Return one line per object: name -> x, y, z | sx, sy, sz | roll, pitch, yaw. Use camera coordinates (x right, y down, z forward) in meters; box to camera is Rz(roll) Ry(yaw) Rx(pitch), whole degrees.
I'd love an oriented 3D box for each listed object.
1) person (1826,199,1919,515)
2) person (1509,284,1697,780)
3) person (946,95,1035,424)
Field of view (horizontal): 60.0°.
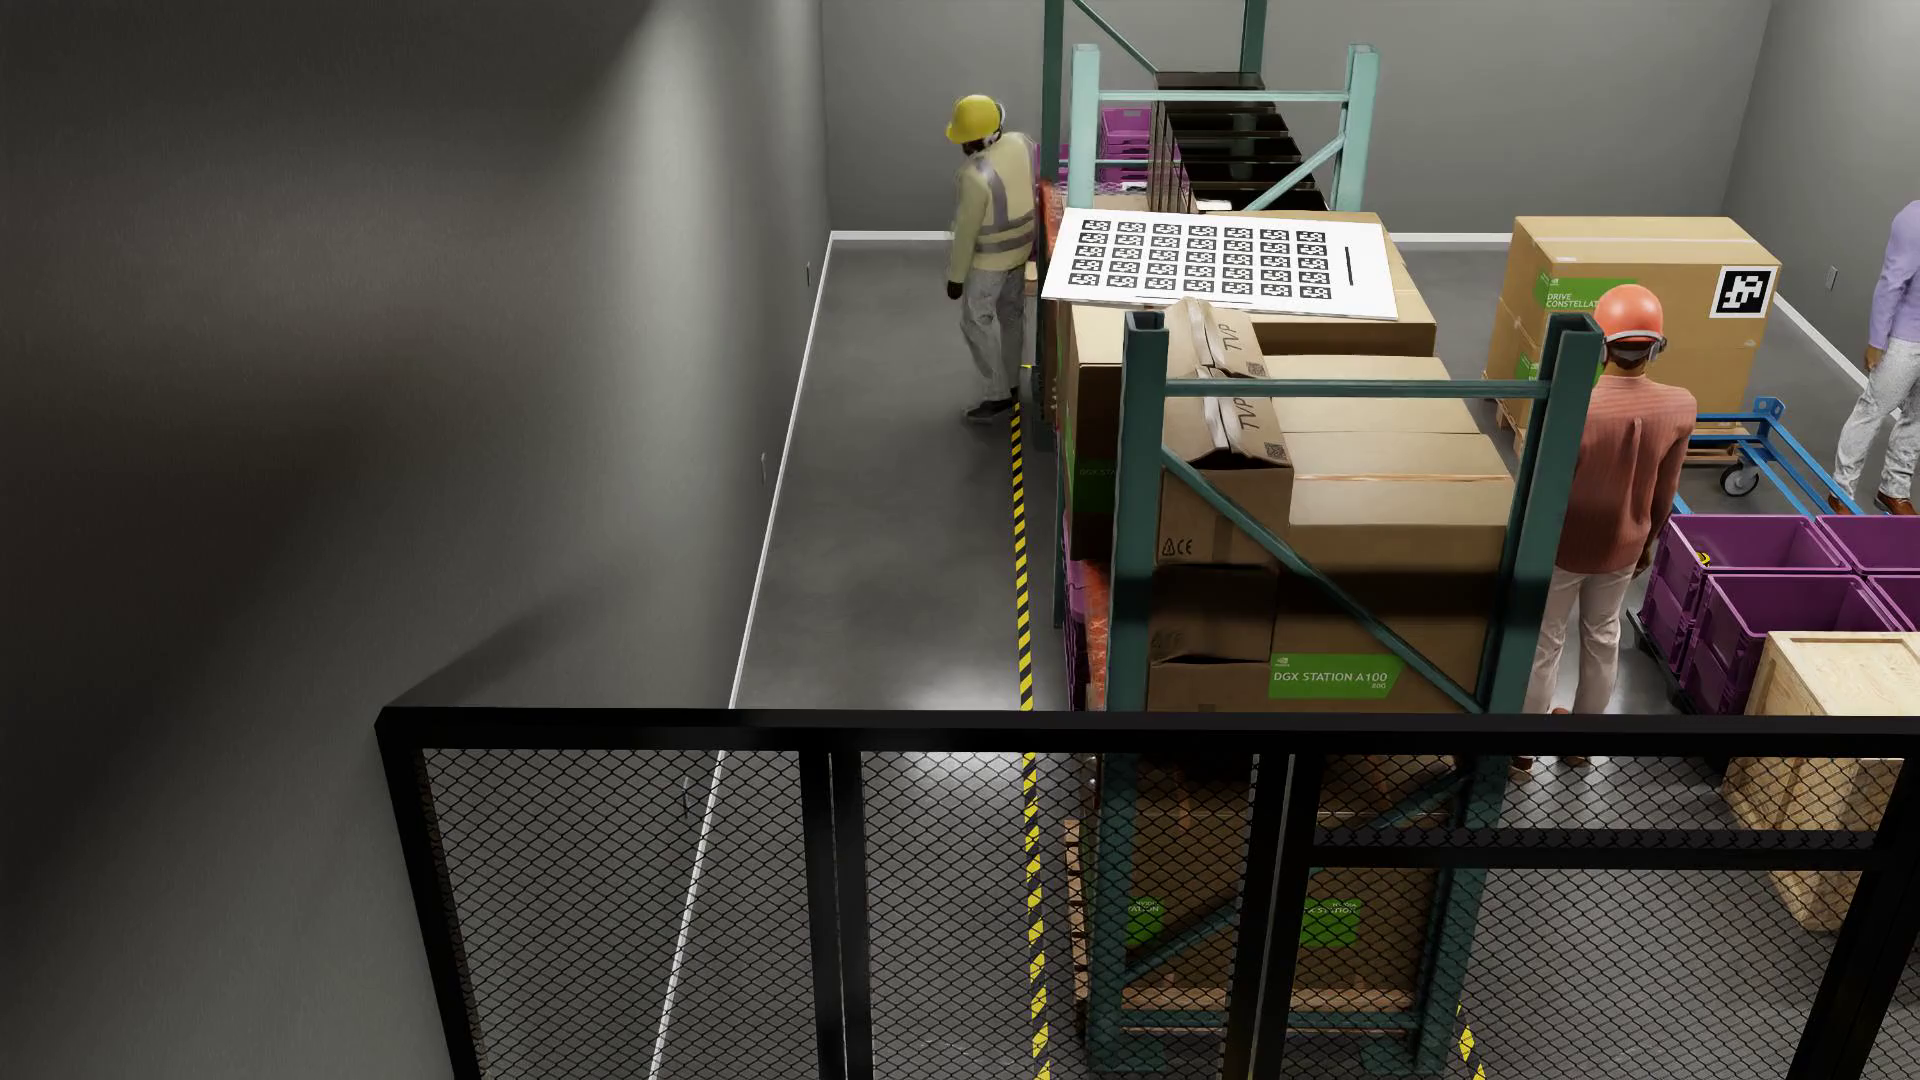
person -> 4.541, -0.944, 7.782 | 0.627, 1.941, 0.374 | 0, 31, 0
person -> 2.309, 0.007, 6.157 | 0.622, 1.985, 0.388 | -7, 32, -12
person -> 0.185, -1.516, 8.892 | 0.425, 1.783, 0.667 | 20, 36, 30
